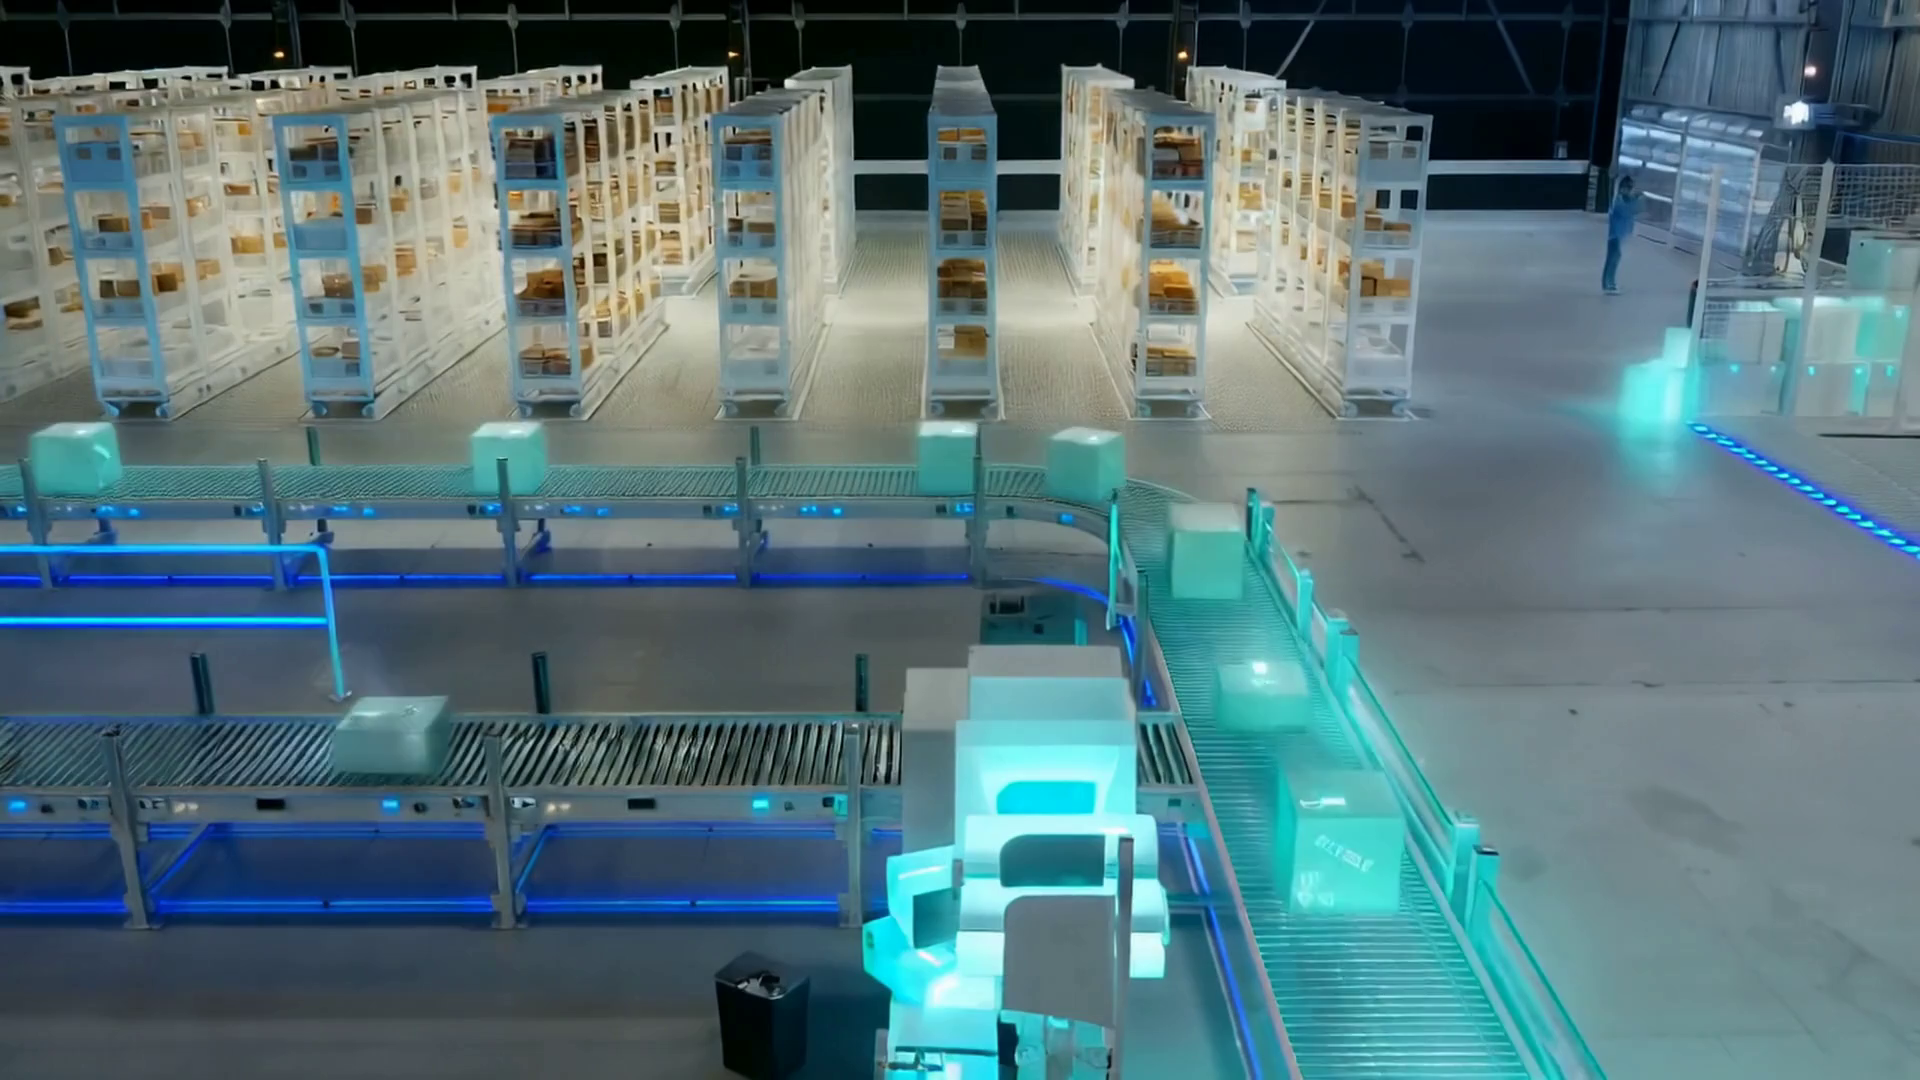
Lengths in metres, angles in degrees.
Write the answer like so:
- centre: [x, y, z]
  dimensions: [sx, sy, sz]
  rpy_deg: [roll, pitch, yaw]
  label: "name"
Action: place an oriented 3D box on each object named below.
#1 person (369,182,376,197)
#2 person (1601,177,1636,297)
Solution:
- centre: [-11.098, -6.175, 31.778]
  dimensions: [0.595, 1.779, 0.959]
  rpy_deg: [0, 18, 1]
  label: "person"
- centre: [11.201, -5.153, 28.285]
  dimensions: [0.378, 1.996, 0.611]
  rpy_deg: [3, 18, 8]
  label: "person"
